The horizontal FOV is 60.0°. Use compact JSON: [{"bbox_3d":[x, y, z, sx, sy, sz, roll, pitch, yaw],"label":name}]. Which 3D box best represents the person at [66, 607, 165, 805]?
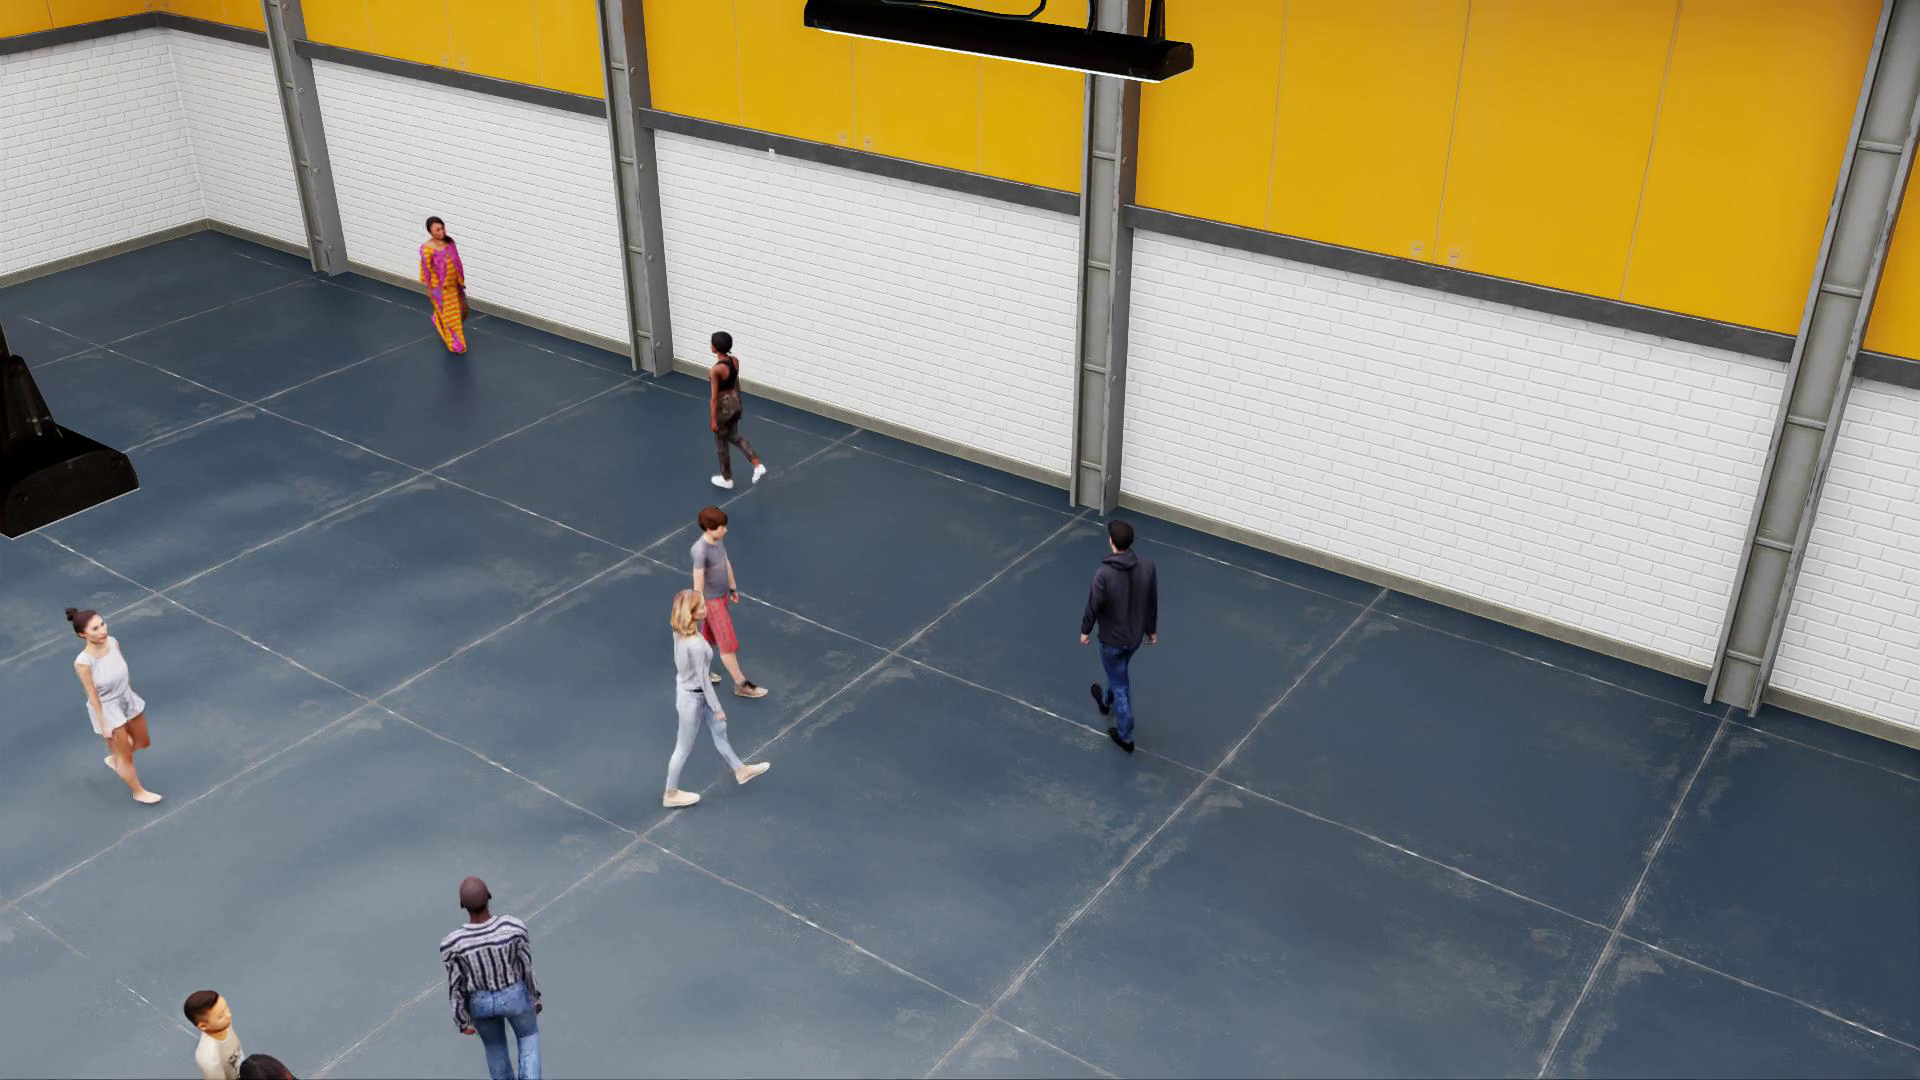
[{"bbox_3d":[-6.130,1.201,11.930,0.806,1.594,0.691,7,29,13],"label":"person"}]

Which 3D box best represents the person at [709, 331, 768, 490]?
[{"bbox_3d":[-2.216,-1.225,16.285,0.885,1.683,0.602,16,32,27],"label":"person"}]

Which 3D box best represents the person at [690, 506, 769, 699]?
[{"bbox_3d":[-2.024,0.472,13.238,1.052,1.622,0.806,8,30,15],"label":"person"}]

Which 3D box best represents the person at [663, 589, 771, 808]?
[{"bbox_3d":[-1.981,1.163,11.824,1.060,1.764,1.080,-10,30,-17],"label":"person"}]

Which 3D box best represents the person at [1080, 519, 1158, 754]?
[{"bbox_3d":[1.251,0.770,12.442,0.989,1.862,1.141,-13,31,-23],"label":"person"}]

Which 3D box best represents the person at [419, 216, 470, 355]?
[{"bbox_3d":[-6.098,-3.041,19.634,0.878,1.665,0.642,18,33,29],"label":"person"}]

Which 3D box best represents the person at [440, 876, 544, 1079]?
[{"bbox_3d":[-2.510,2.621,9.136,0.872,1.777,0.956,-10,30,-18],"label":"person"}]

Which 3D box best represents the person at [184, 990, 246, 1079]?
[{"bbox_3d":[-3.878,2.964,8.835,0.693,1.463,0.620,-7,29,-12],"label":"person"}]
